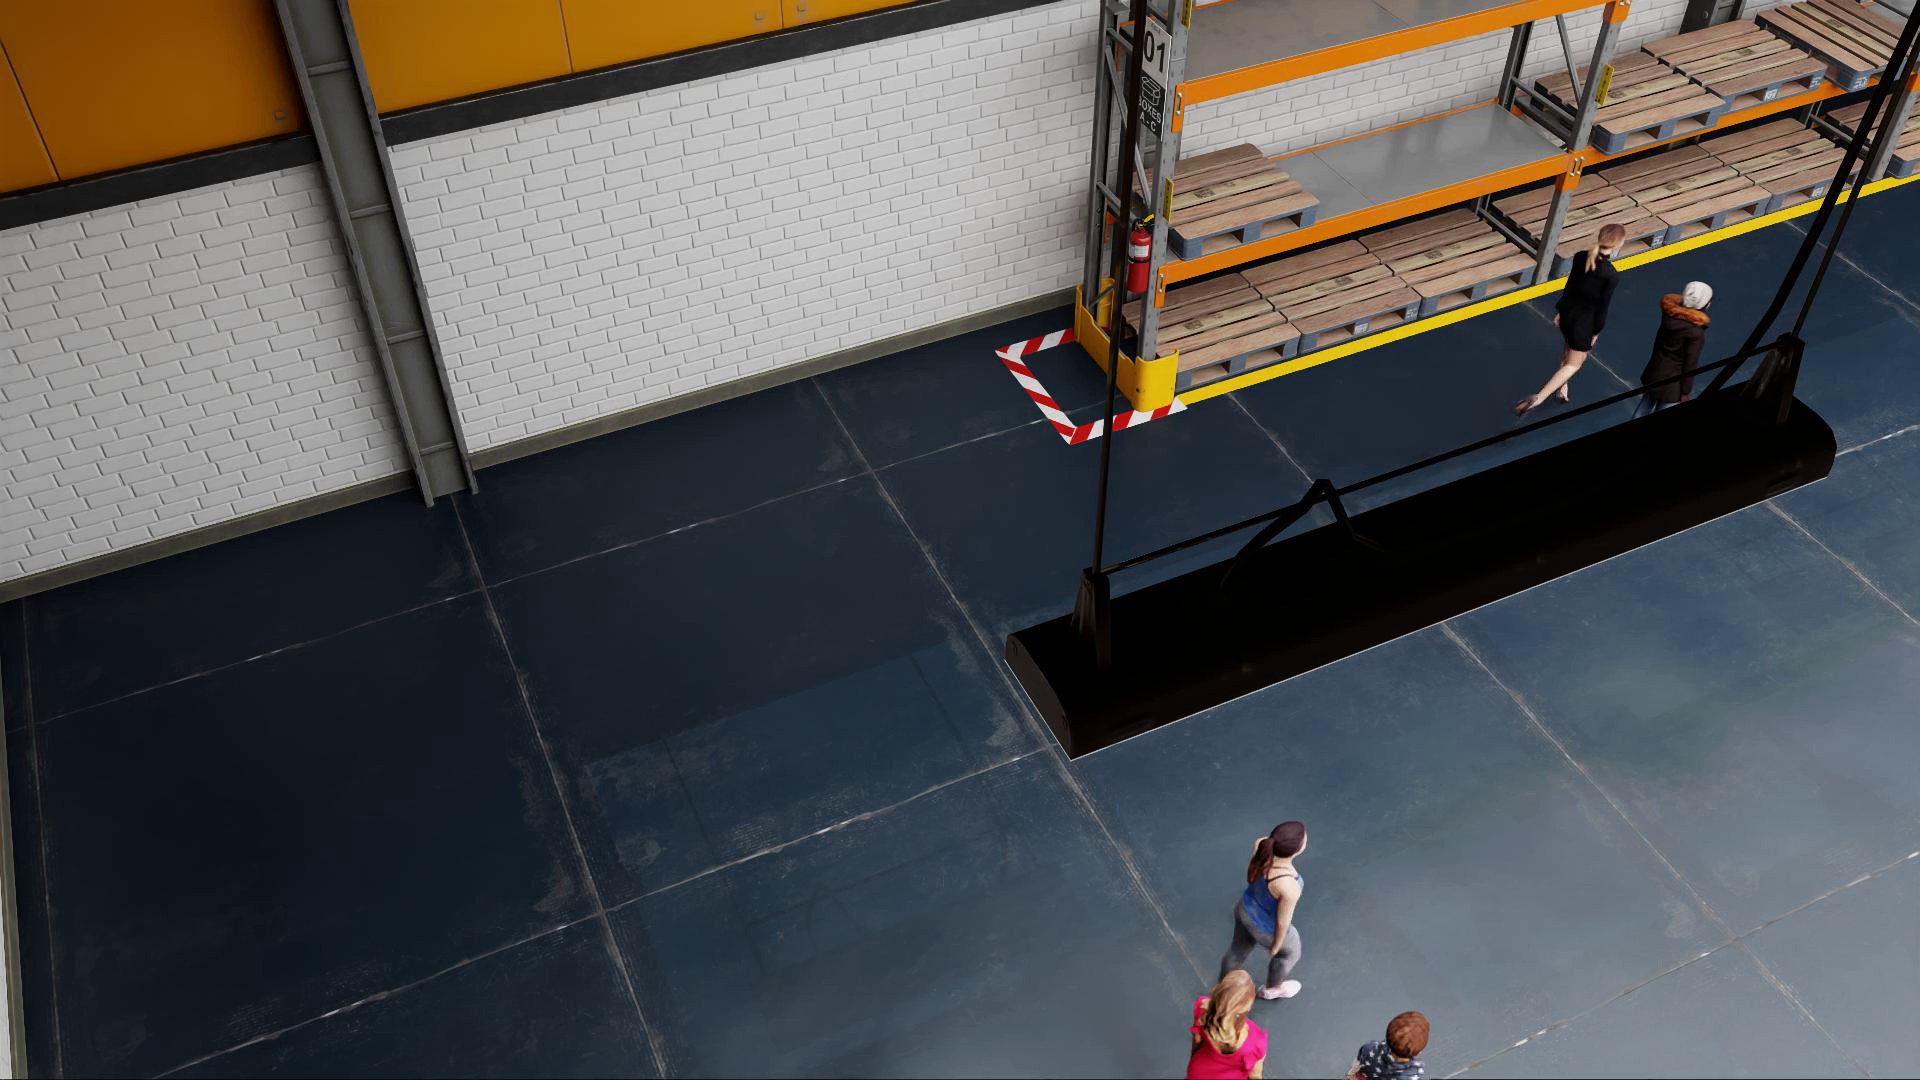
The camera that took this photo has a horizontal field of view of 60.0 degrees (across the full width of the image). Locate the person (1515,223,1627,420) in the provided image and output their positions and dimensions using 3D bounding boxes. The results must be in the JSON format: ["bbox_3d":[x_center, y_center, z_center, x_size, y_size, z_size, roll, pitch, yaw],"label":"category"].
[{"bbox_3d":[4.655,-1.605,12.662,1.060,1.741,0.696,-26,49,-24],"label":"person"}]

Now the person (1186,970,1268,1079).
[{"bbox_3d":[1.266,2.671,8.187,0.638,1.724,0.639,-33,53,-30],"label":"person"}]

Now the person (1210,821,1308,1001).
[{"bbox_3d":[1.573,2.054,8.931,0.713,1.591,0.574,-20,47,-20],"label":"person"}]

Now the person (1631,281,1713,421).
[{"bbox_3d":[5.261,-1.229,12.347,0.666,1.633,0.679,-10,44,-10],"label":"person"}]

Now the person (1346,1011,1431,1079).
[{"bbox_3d":[2.048,2.837,8.239,0.768,1.411,0.968,31,52,28],"label":"person"}]
